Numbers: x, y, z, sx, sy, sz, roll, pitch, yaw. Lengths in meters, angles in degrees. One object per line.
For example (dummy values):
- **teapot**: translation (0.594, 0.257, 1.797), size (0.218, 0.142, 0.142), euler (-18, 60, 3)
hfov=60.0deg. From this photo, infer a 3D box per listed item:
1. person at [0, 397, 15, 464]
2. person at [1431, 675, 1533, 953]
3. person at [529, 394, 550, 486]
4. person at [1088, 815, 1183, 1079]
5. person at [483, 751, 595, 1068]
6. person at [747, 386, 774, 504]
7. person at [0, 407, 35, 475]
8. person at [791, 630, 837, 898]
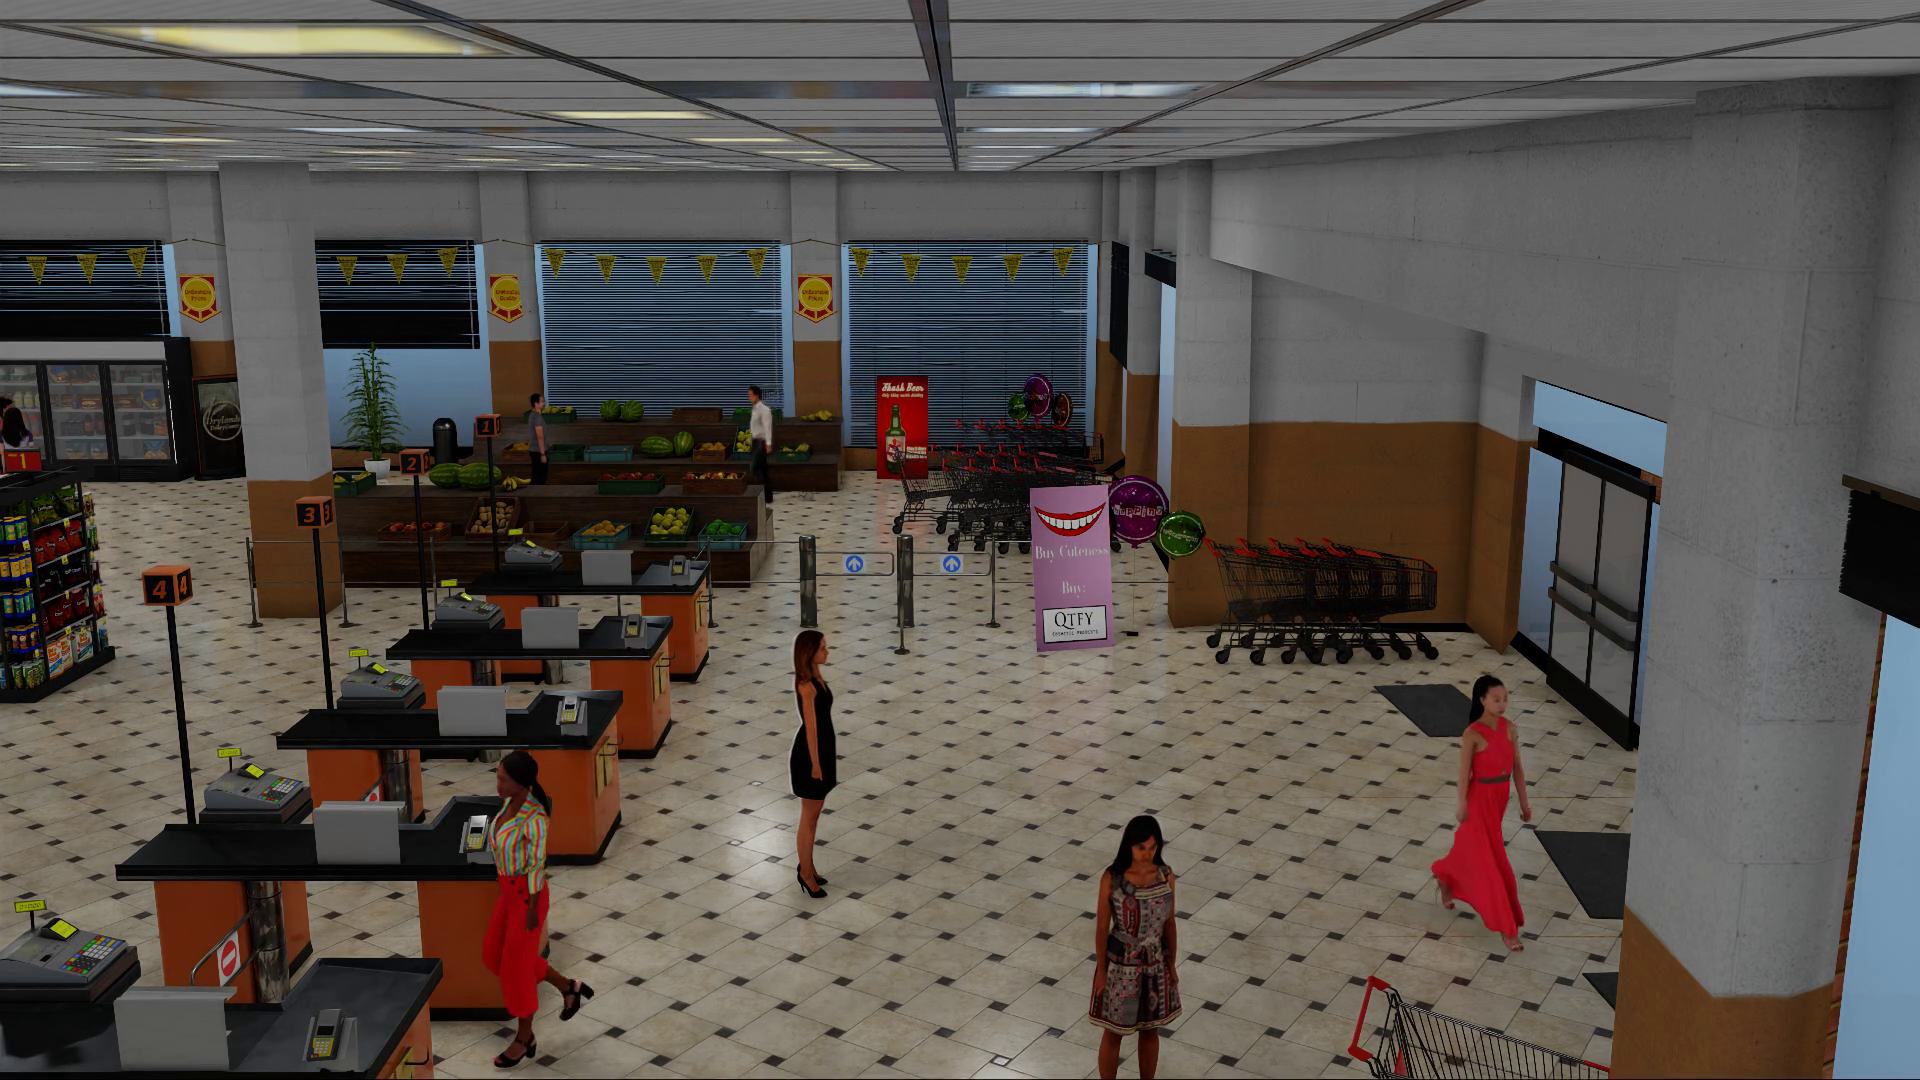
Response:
- **person**: translation (-14.358, -1.318, 25.034), size (0.878, 1.648, 0.622), euler (0, 12, 1)
- **person**: translation (3.310, 1.700, 10.631), size (1.117, 1.676, 0.990), euler (-6, 13, -27)
- **person**: translation (-6.261, -1.305, 24.714), size (0.678, 1.753, 0.694), euler (-6, 13, -25)
- **person**: translation (0.895, 2.173, 8.479), size (0.560, 1.638, 0.761), euler (-3, 12, -14)
- **person**: translation (-2.300, 1.983, 9.039), size (0.950, 1.779, 0.859), euler (-9, 15, -36)
- **person**: translation (-2.931, -1.432, 25.225), size (0.802, 1.793, 0.791), euler (-7, 14, -29)
- **person**: translation (-13.318, -1.029, 23.522), size (0.585, 1.704, 0.715), euler (-5, 13, -23)
- **person**: translation (-0.987, 1.497, 11.210), size (0.507, 1.834, 0.572), euler (0, 12, 0)
